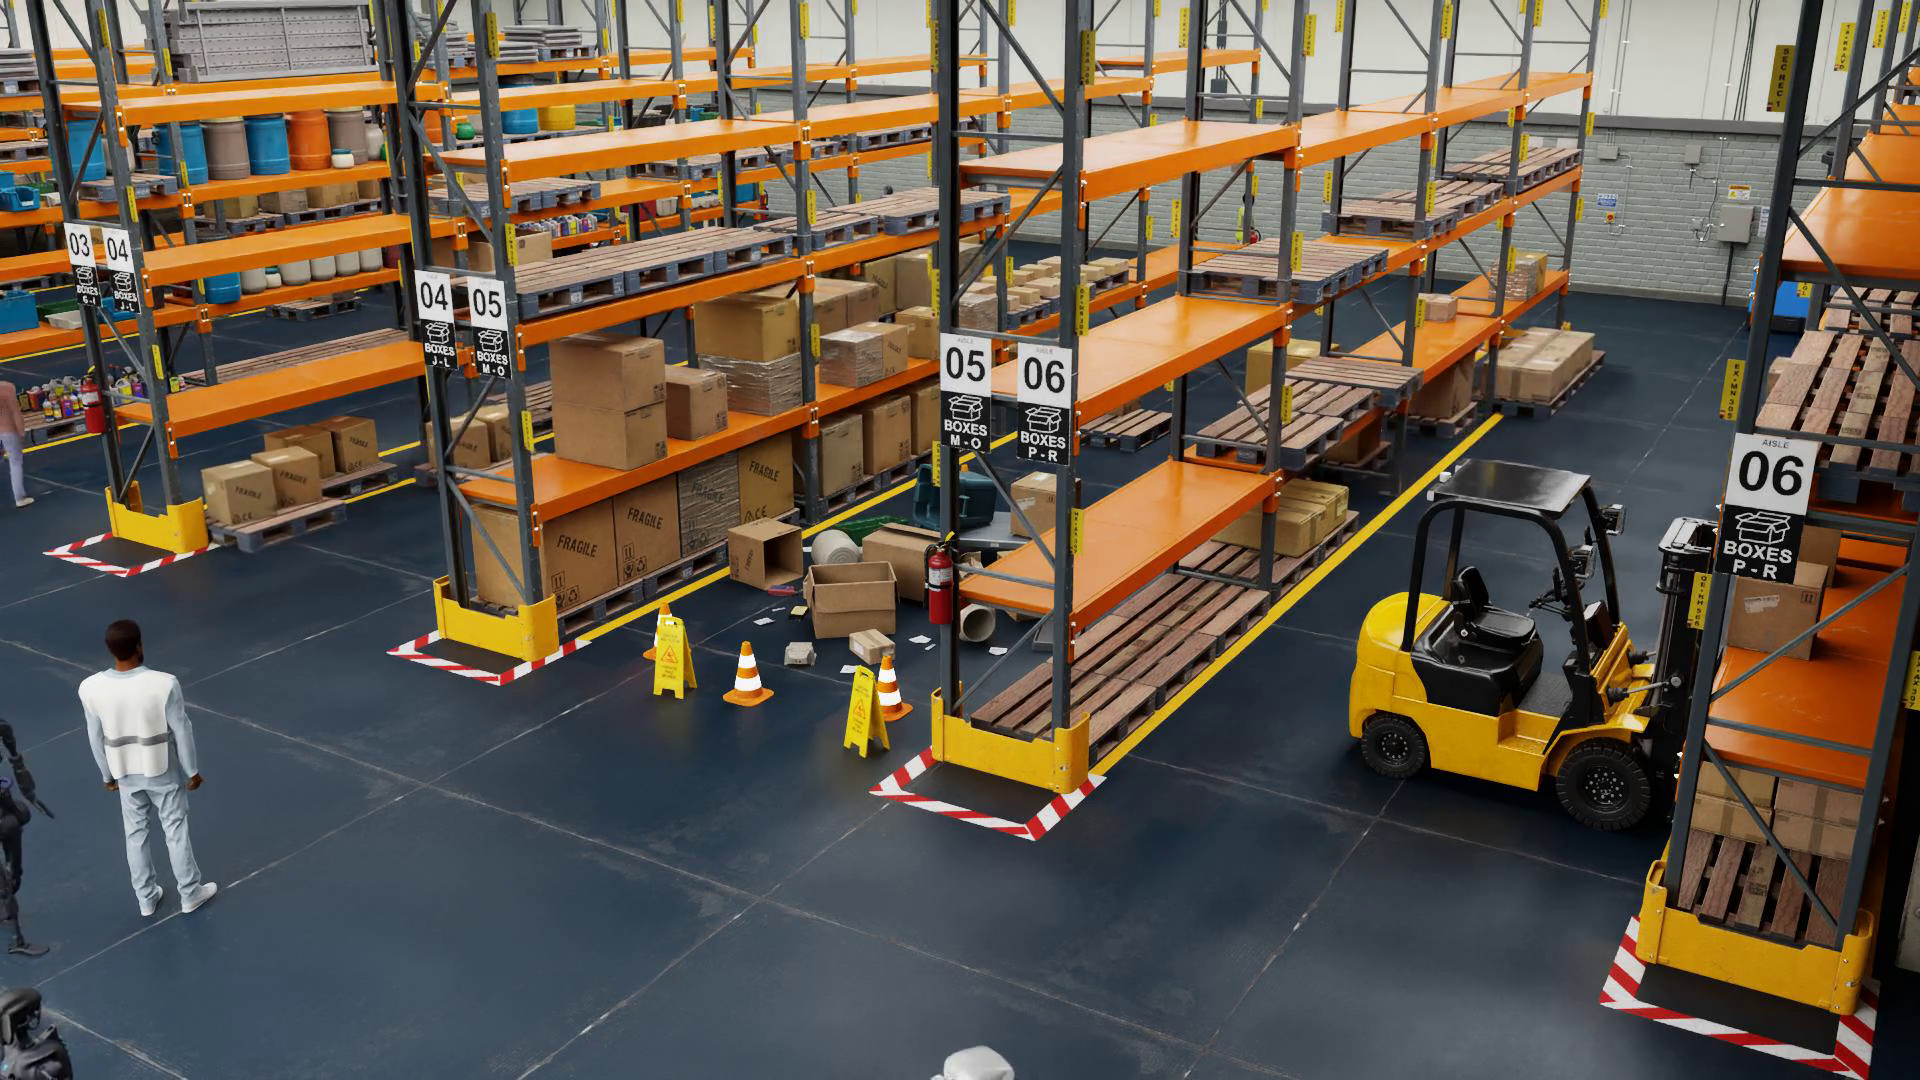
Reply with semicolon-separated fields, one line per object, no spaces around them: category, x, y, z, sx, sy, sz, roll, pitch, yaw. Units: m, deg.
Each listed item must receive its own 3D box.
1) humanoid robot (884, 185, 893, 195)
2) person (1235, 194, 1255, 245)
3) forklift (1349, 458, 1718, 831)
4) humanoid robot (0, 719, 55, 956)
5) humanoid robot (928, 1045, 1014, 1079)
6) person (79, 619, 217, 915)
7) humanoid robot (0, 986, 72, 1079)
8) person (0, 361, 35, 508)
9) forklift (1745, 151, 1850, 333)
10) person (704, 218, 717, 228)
humanoid robot;-1.362;-5.929;31.676;0.612;1.642;0.747;-10;21;-27
person;5.205;-5.514;30.385;0.321;1.686;0.537;-2;19;-7
forklift;3.988;0.658;11.776;2.313;2.155;1.214;11;22;29
humanoid robot;-5.669;1.624;9.809;0.615;1.638;0.609;6;20;18
humanoid robot;0.232;2.681;6.509;0.697;1.728;0.542;-16;25;-39
person;-4.926;1.387;10.081;0.591;1.922;0.392;-2;19;-5
humanoid robot;-3.793;2.611;6.999;0.615;1.632;0.796;12;22;31
person;-10.223;-1.155;17.679;0.535;1.750;0.493;1;19;2
forklift;13.620;-4.667;26.137;1.873;2.768;1.129;11;22;29
person;-5.237;-7.062;34.864;0.491;1.688;0.347;-6;20;-17
